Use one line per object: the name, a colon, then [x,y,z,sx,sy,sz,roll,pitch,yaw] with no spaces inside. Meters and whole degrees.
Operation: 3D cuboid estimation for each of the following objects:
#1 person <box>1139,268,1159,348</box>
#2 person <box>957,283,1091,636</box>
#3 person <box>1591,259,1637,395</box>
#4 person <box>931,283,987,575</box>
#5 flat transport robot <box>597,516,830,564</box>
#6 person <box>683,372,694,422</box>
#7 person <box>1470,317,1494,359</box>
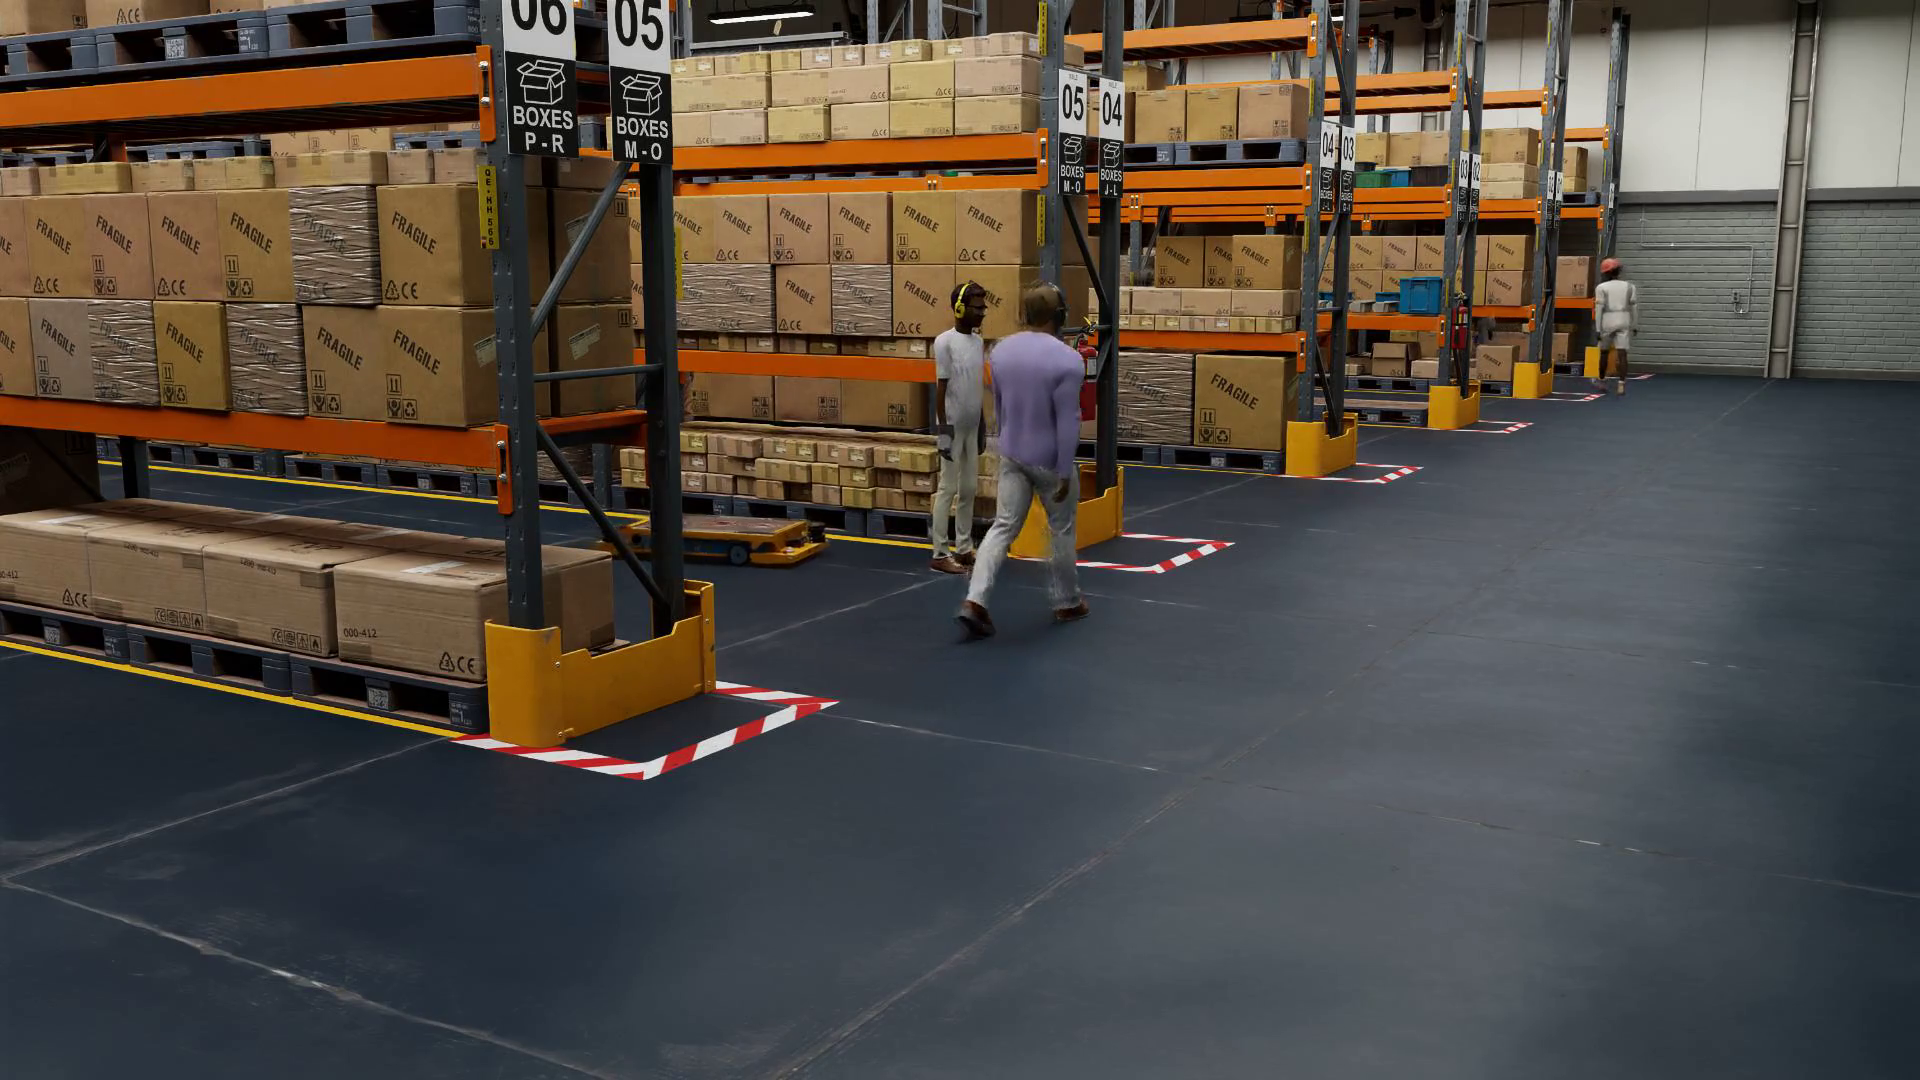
person: [2.193,-2.360,20.239,0.971,1.904,0.643,4,11,25]
person: [0.373,-0.429,8.949,0.644,1.904,1.001,7,12,37]
person: [9.680,-3.151,24.572,0.730,1.973,1.045,1,10,5]
person: [0.012,-0.709,10.680,0.324,1.860,0.516,7,12,35]
flat transport robot: [-1.666,-0.019,11.271,1.431,0.197,0.652,3,10,17]
person: [-2.805,-1.639,15.977,0.403,1.904,0.652,6,11,32]
person: [8.238,-3.310,26.011,0.844,1.832,0.522,6,12,33]
